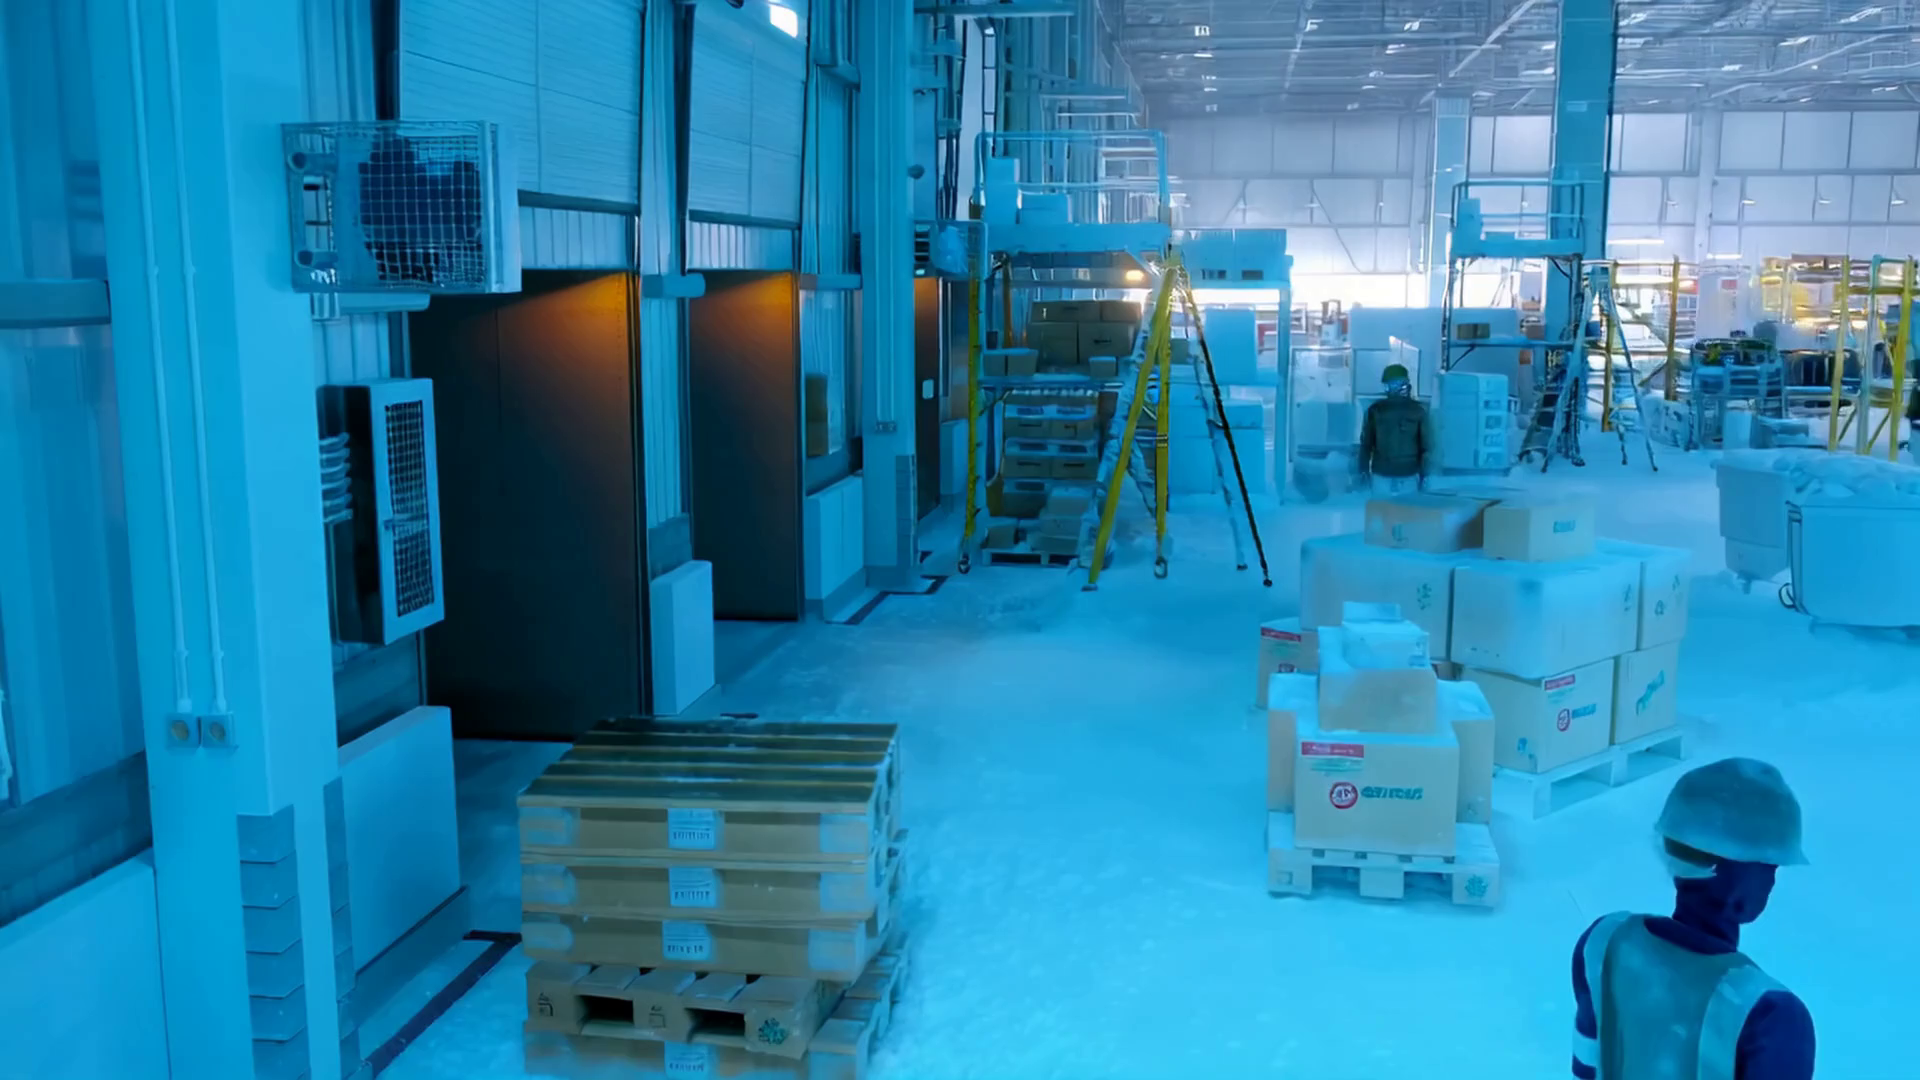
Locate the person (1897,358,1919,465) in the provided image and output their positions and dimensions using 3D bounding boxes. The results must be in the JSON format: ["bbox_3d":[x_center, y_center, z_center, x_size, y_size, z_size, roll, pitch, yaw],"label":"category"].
[{"bbox_3d":[11.231,-1.227,19.574,0.595,1.818,1.040,-9,13,-43],"label":"person"}]

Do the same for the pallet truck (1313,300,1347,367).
[{"bbox_3d":[11.159,-6.200,49.718,0.823,1.965,1.885,4,10,26],"label":"pallet truck"}]

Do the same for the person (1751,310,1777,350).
[{"bbox_3d":[18.671,-4.371,38.661,0.647,1.926,0.506,-2,9,-10],"label":"person"}]

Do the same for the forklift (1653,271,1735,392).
[{"bbox_3d":[17.353,-4.868,38.786,1.873,2.768,1.129,1,9,9],"label":"forklift"}]

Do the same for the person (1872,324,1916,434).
[{"bbox_3d":[16.375,-2.837,29.196,0.642,1.926,0.645,6,11,34],"label":"person"}]

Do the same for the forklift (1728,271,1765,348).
[{"bbox_3d":[22.661,-6.355,47.963,1.873,2.768,1.129,-2,9,-10],"label":"forklift"}]

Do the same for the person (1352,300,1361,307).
[{"bbox_3d":[12.534,-6.576,52.315,0.823,1.912,0.551,-6,11,-31],"label":"person"}]

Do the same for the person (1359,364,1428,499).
[{"bbox_3d":[4.039,-0.642,15.526,0.628,1.980,0.440,2,9,9],"label":"person"}]

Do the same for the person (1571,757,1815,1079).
[{"bbox_3d":[1.436,1.367,3.252,0.364,1.933,0.543,-4,10,-23],"label":"person"}]
